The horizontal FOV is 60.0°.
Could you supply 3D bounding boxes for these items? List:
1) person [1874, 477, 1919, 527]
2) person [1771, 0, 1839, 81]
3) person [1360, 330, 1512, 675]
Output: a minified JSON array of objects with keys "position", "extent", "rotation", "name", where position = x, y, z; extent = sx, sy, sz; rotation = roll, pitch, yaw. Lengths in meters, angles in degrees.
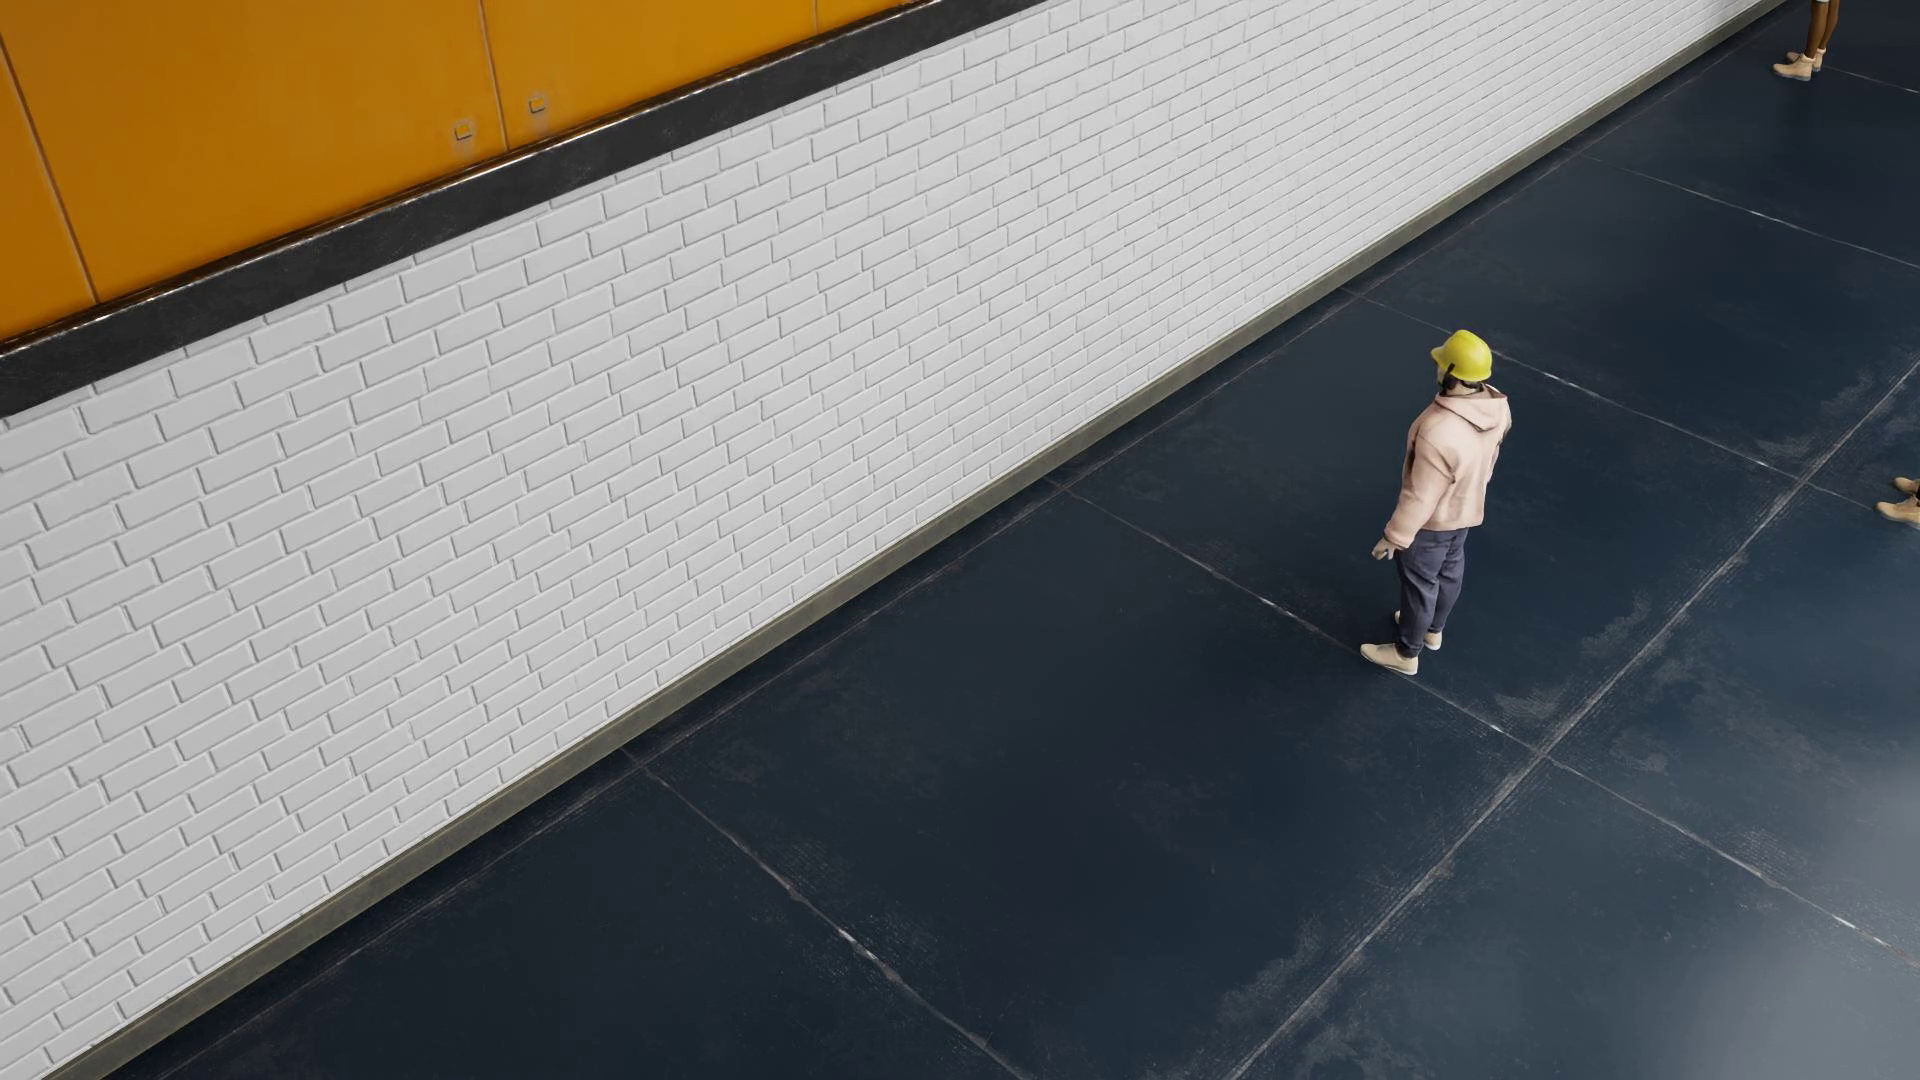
[{"position":[5.315,-0.830,8.812],"extent":[0.321,1.697,0.529],"rotation":[32,48,33],"name":"person"},{"position":[7.065,-4.748,13.445],"extent":[0.388,2.034,0.604],"rotation":[32,48,33],"name":"person"},{"position":[2.263,-0.145,7.821],"extent":[0.407,1.868,0.808],"rotation":[32,48,33],"name":"person"}]
